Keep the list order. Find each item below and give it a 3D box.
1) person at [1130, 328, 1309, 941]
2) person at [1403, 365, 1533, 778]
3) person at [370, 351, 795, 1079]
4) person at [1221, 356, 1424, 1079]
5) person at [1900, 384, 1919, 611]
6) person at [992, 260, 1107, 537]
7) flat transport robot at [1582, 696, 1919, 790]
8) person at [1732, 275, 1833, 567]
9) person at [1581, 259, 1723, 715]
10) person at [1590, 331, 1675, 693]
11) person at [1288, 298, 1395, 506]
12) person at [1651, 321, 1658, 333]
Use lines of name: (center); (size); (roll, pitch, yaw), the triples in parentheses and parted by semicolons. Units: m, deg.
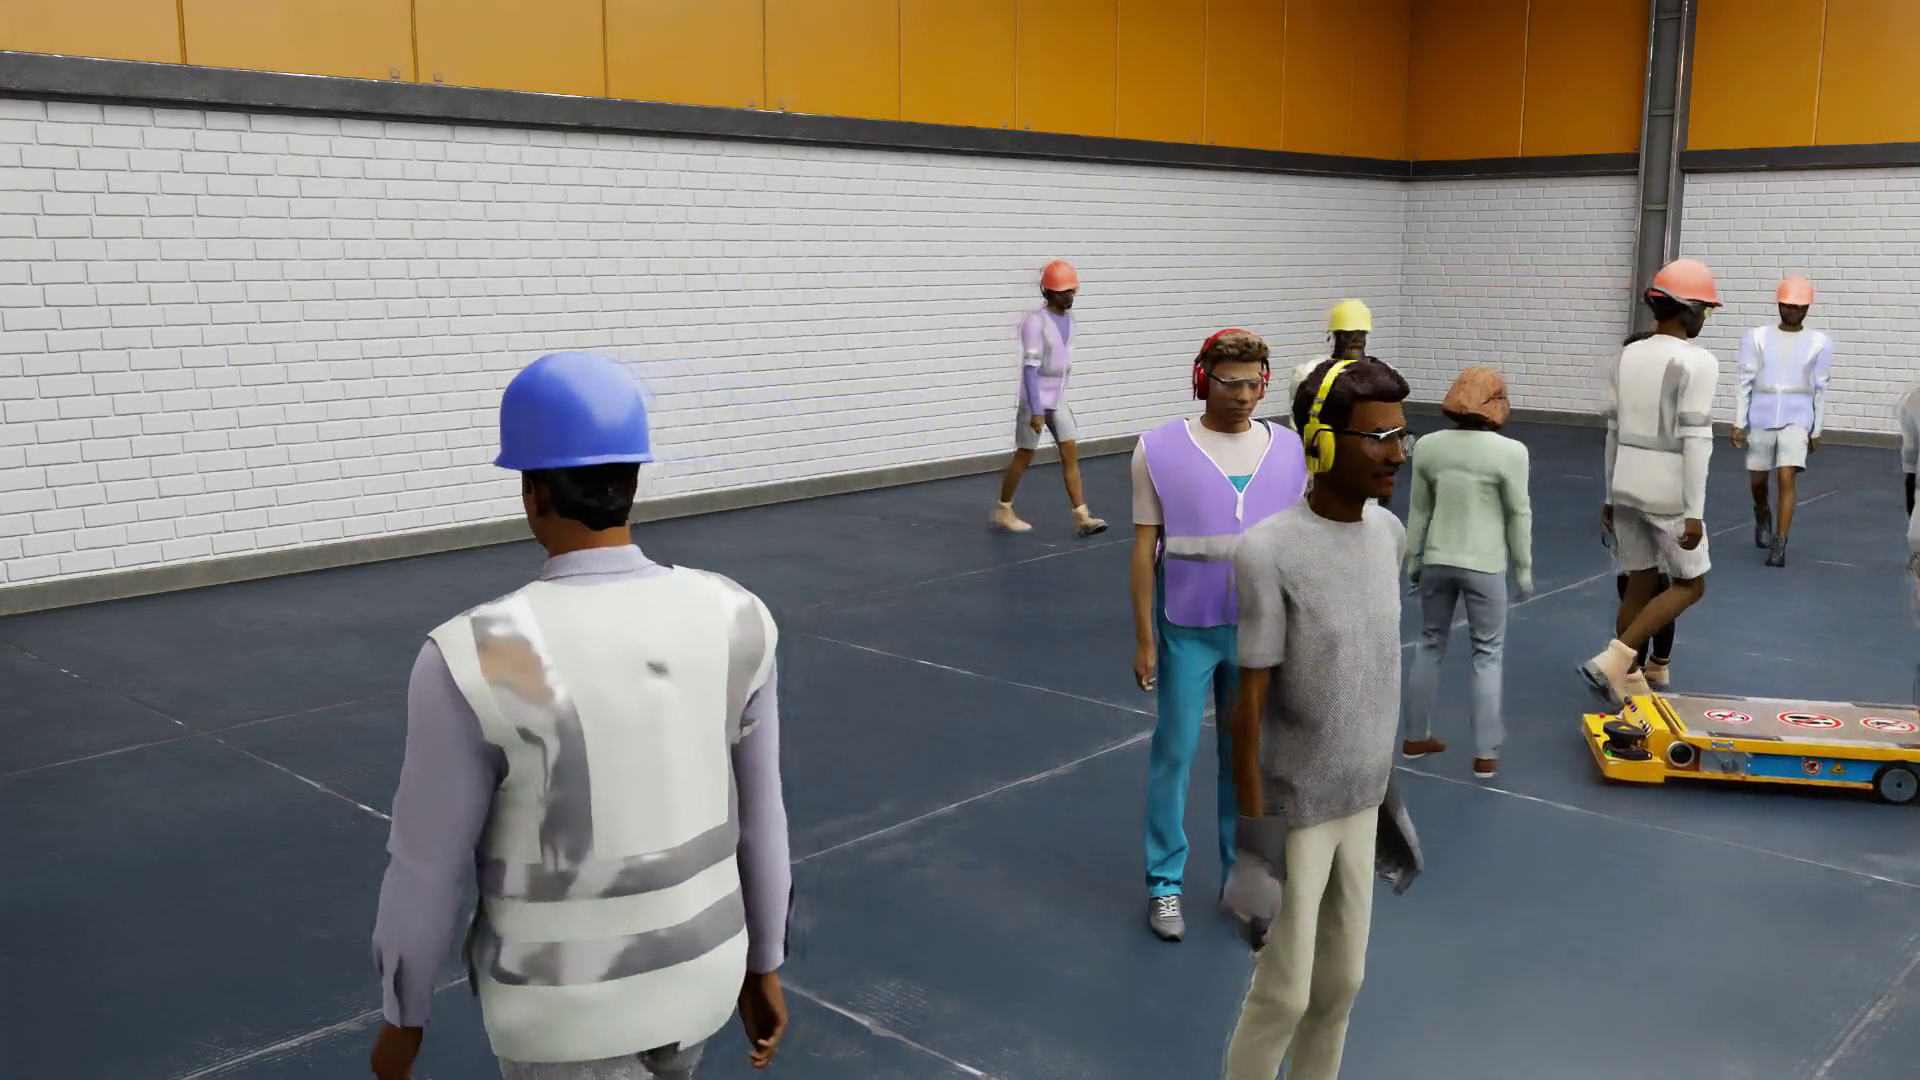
person: (0.783, 0.280, 5.061); (0.565, 1.840, 0.390); (-3, 10, -14)
person: (2.002, 0.120, 6.591); (0.293, 1.621, 0.512); (-9, 13, -40)
person: (-0.642, 0.667, 2.651); (0.849, 1.917, 0.609); (9, 13, 41)
person: (0.753, 0.560, 3.423); (0.585, 1.863, 0.328); (-9, 13, -40)
person: (3.840, 0.012, 6.287); (0.430, 1.941, 0.636); (-4, 11, -21)
person: (0.644, -0.995, 11.894); (1.048, 1.976, 0.641); (9, 13, 40)
flat transport robot: (3.258, 0.800, 6.562); (1.431, 0.197, 0.652); (2, 10, 13)
person: (5.486, -0.813, 11.106); (0.548, 1.909, 0.861); (6, 12, 30)
person: (3.013, -0.200, 7.250); (0.539, 2.027, 0.622); (-3, 11, -18)
person: (3.154, -0.113, 7.696); (0.540, 1.697, 0.318); (-8, 13, -39)
person: (2.022, -0.382, 8.882); (0.591, 1.821, 0.644); (0, 10, -2)
person: (4.967, -0.804, 11.833); (0.531, 1.613, 0.549); (-4, 11, -24)
